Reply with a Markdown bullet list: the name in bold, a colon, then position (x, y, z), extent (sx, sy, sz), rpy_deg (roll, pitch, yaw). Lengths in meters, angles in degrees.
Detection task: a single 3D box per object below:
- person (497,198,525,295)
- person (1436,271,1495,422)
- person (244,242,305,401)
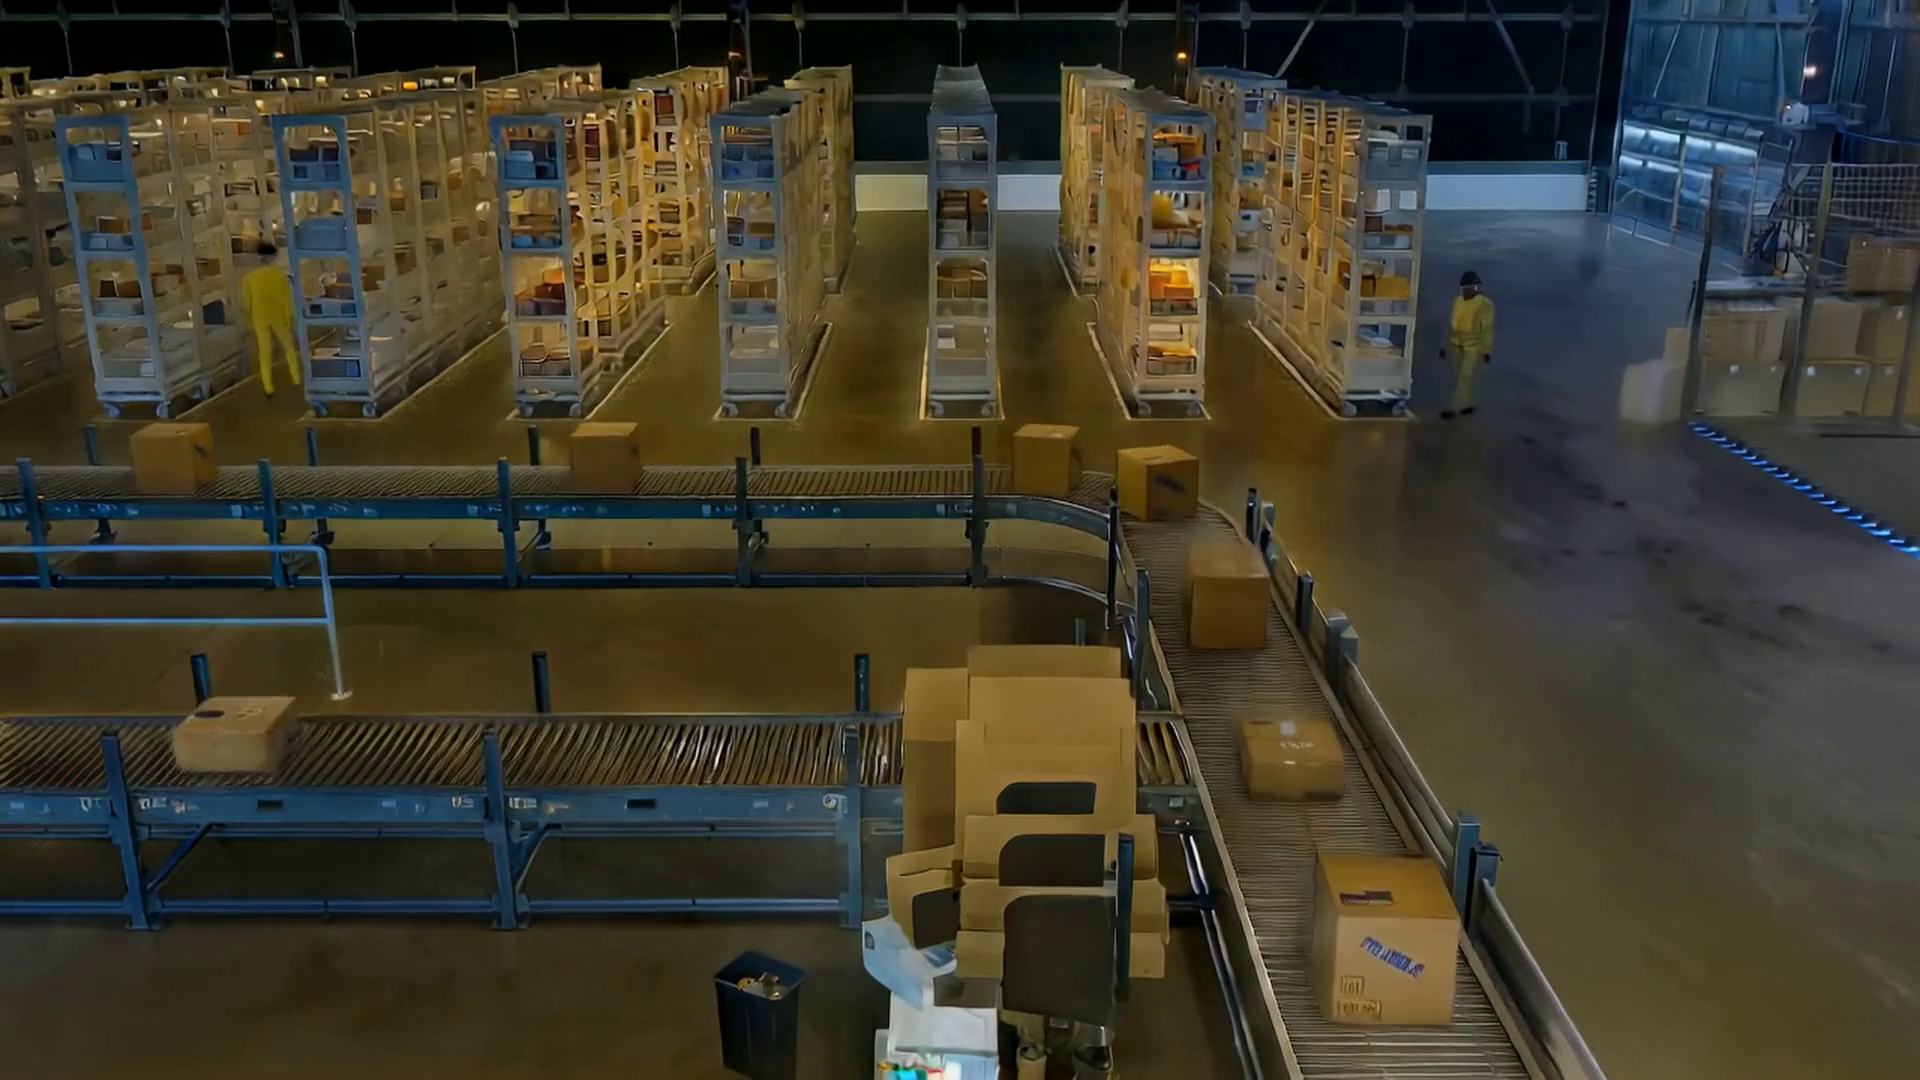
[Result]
- **person**: position (-7.326, -4.610, 26.885), extent (0.781, 1.824, 0.572), rpy_deg (2, 18, 6)
- **person**: position (6.003, -2.319, 19.891), extent (0.931, 1.779, 0.614), rpy_deg (-14, 22, -36)
- **person**: position (-8.691, -2.791, 21.083), extent (0.634, 1.949, 0.961), rpy_deg (-2, 18, -6)
